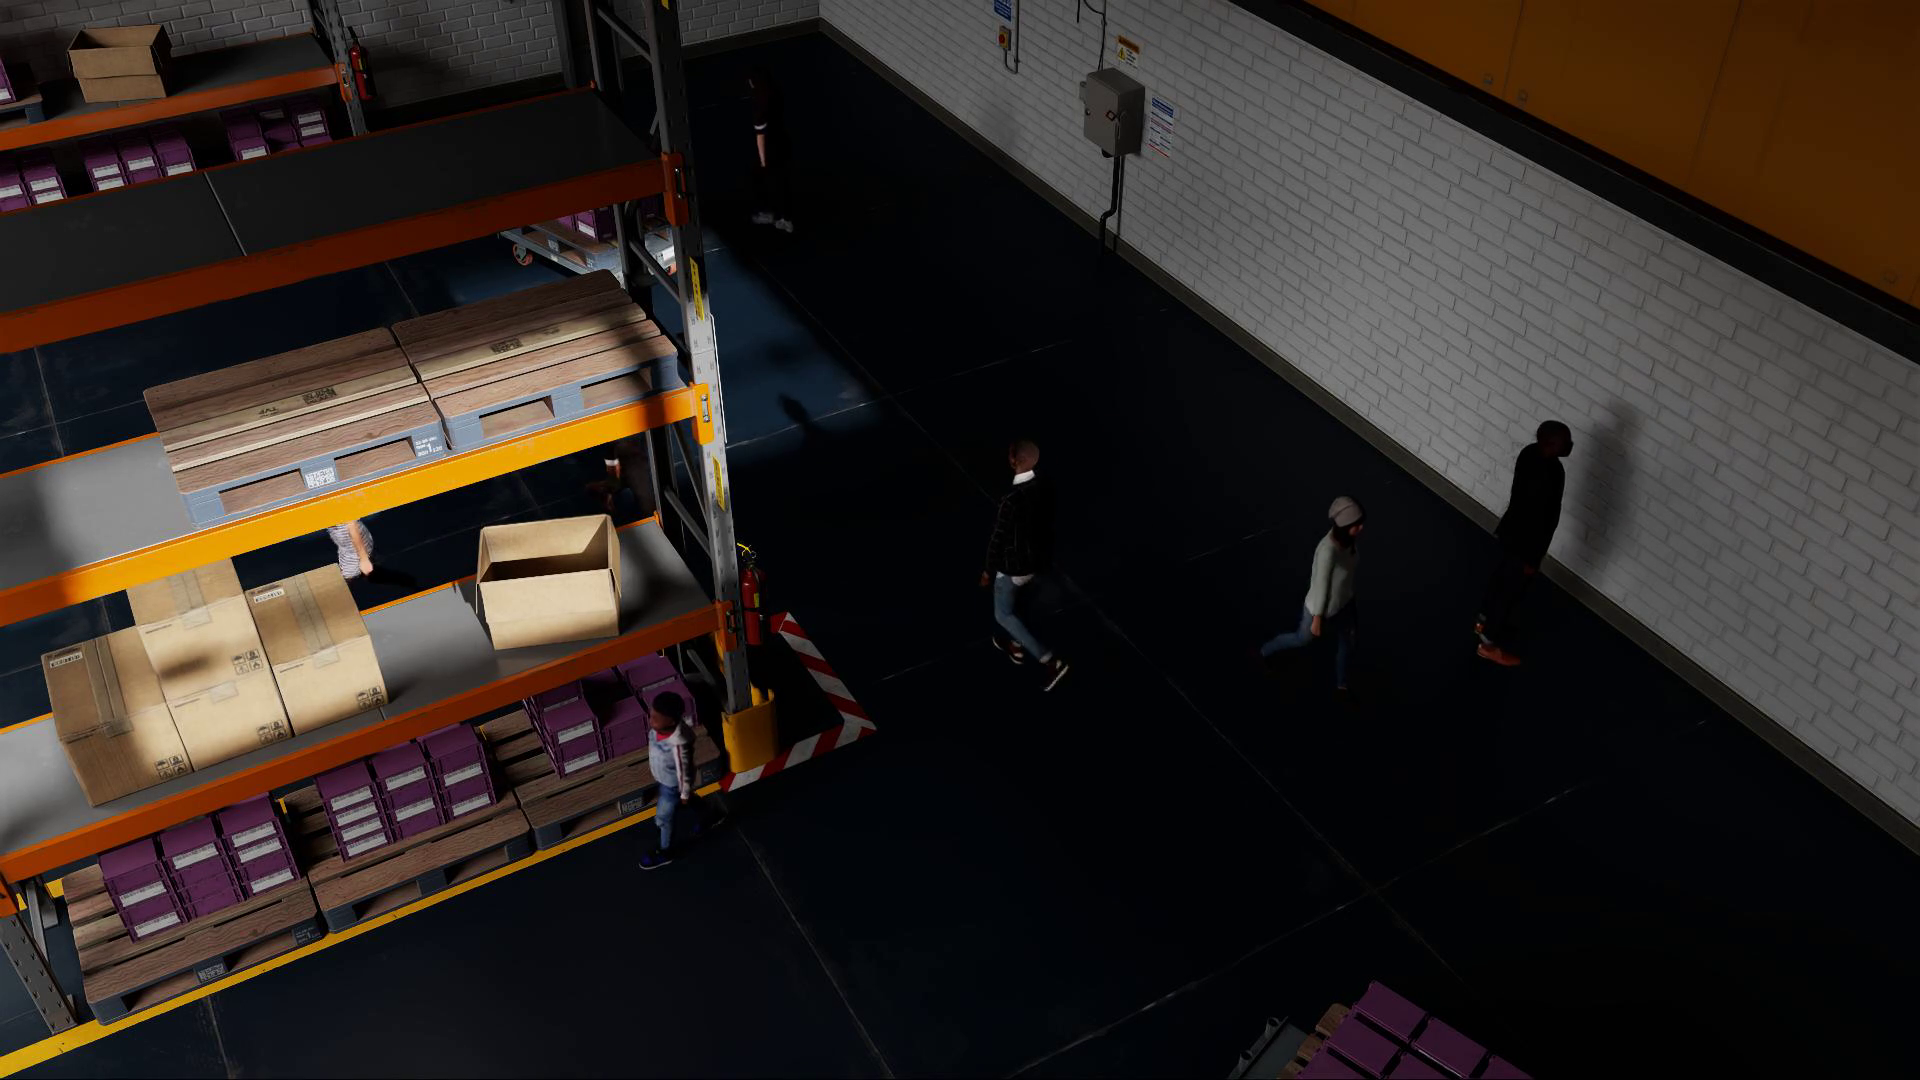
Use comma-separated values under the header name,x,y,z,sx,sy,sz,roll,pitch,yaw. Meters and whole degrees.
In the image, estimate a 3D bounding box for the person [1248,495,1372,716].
name,x,y,z,sx,sy,sz,roll,pitch,yaw
person,2.223,0.369,10.431,0.930,1.611,1.113,26,45,29

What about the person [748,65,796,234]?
name,x,y,z,sx,sy,sz,roll,pitch,yaw
person,-1.671,-3.589,15.379,0.824,1.621,0.773,25,45,28

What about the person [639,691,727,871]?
name,x,y,z,sx,sy,sz,roll,pitch,yaw
person,-1.599,1.313,9.537,0.803,1.251,0.535,-15,41,-18

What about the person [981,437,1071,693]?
name,x,y,z,sx,sy,sz,roll,pitch,yaw
person,0.450,0.188,10.505,0.912,1.800,1.010,31,48,33

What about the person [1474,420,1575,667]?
name,x,y,z,sx,sy,sz,roll,pitch,yaw
person,3.635,-0.009,10.738,0.830,1.817,0.775,9,39,11
